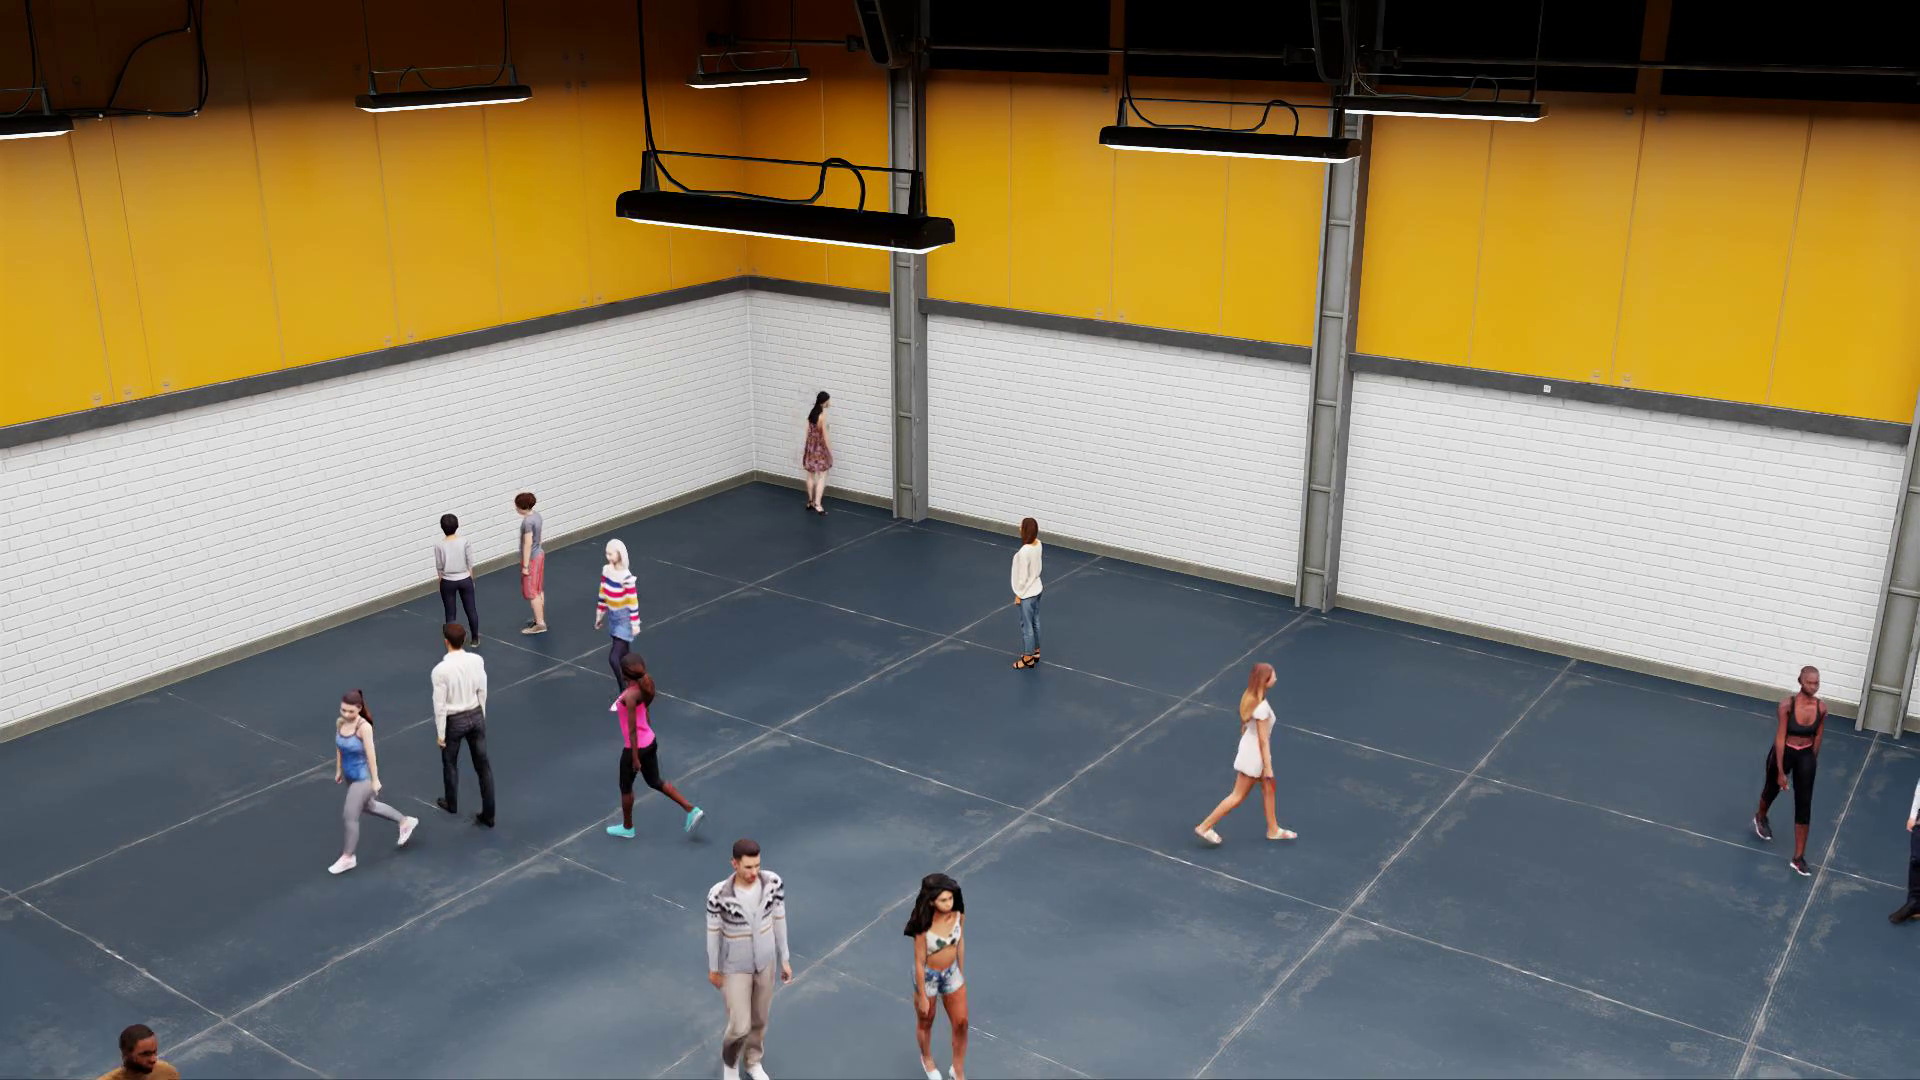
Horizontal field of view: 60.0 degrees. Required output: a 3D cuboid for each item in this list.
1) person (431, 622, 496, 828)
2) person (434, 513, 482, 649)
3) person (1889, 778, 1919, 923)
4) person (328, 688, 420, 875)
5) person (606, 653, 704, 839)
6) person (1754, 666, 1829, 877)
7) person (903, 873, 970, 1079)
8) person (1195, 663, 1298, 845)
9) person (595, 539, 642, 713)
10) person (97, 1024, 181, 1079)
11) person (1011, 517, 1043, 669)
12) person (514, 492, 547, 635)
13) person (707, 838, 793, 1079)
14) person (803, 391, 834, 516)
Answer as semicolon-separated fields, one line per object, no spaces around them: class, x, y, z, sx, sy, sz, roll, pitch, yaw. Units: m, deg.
person;-4.240;1.630;14.386;0.831;1.845;1.024;-16;25;-40
person;-5.554;0.458;18.325;0.624;1.553;0.647;-7;20;-21
person;7.581;2.154;12.804;0.748;1.862;0.621;-10;21;-28
person;-4.921;1.965;13.828;1.031;1.566;0.742;18;25;42
person;-2.636;1.784;14.162;1.147;1.697;0.849;4;19;11
person;6.938;1.842;13.972;1.224;1.708;1.010;2;19;6
person;-0.191;2.894;11.003;0.719;1.609;0.805;-12;22;-31
person;2.391;1.842;14.051;1.175;1.658;1.021;-1;19;-2
person;-3.358;0.821;16.870;0.796;1.793;0.707;-16;24;-39
person;-4.511;3.438;9.097;0.736;1.795;0.707;-13;23;-34
person;0.740;0.554;17.839;0.593;1.682;0.659;8;20;23
person;-4.849;0.235;18.843;0.732;1.645;0.732;4;19;10
person;-1.435;2.759;11.033;0.769;1.846;0.756;-11;21;-29
person;-2.010;-1.222;22.993;0.700;1.757;0.830;15;23;37
